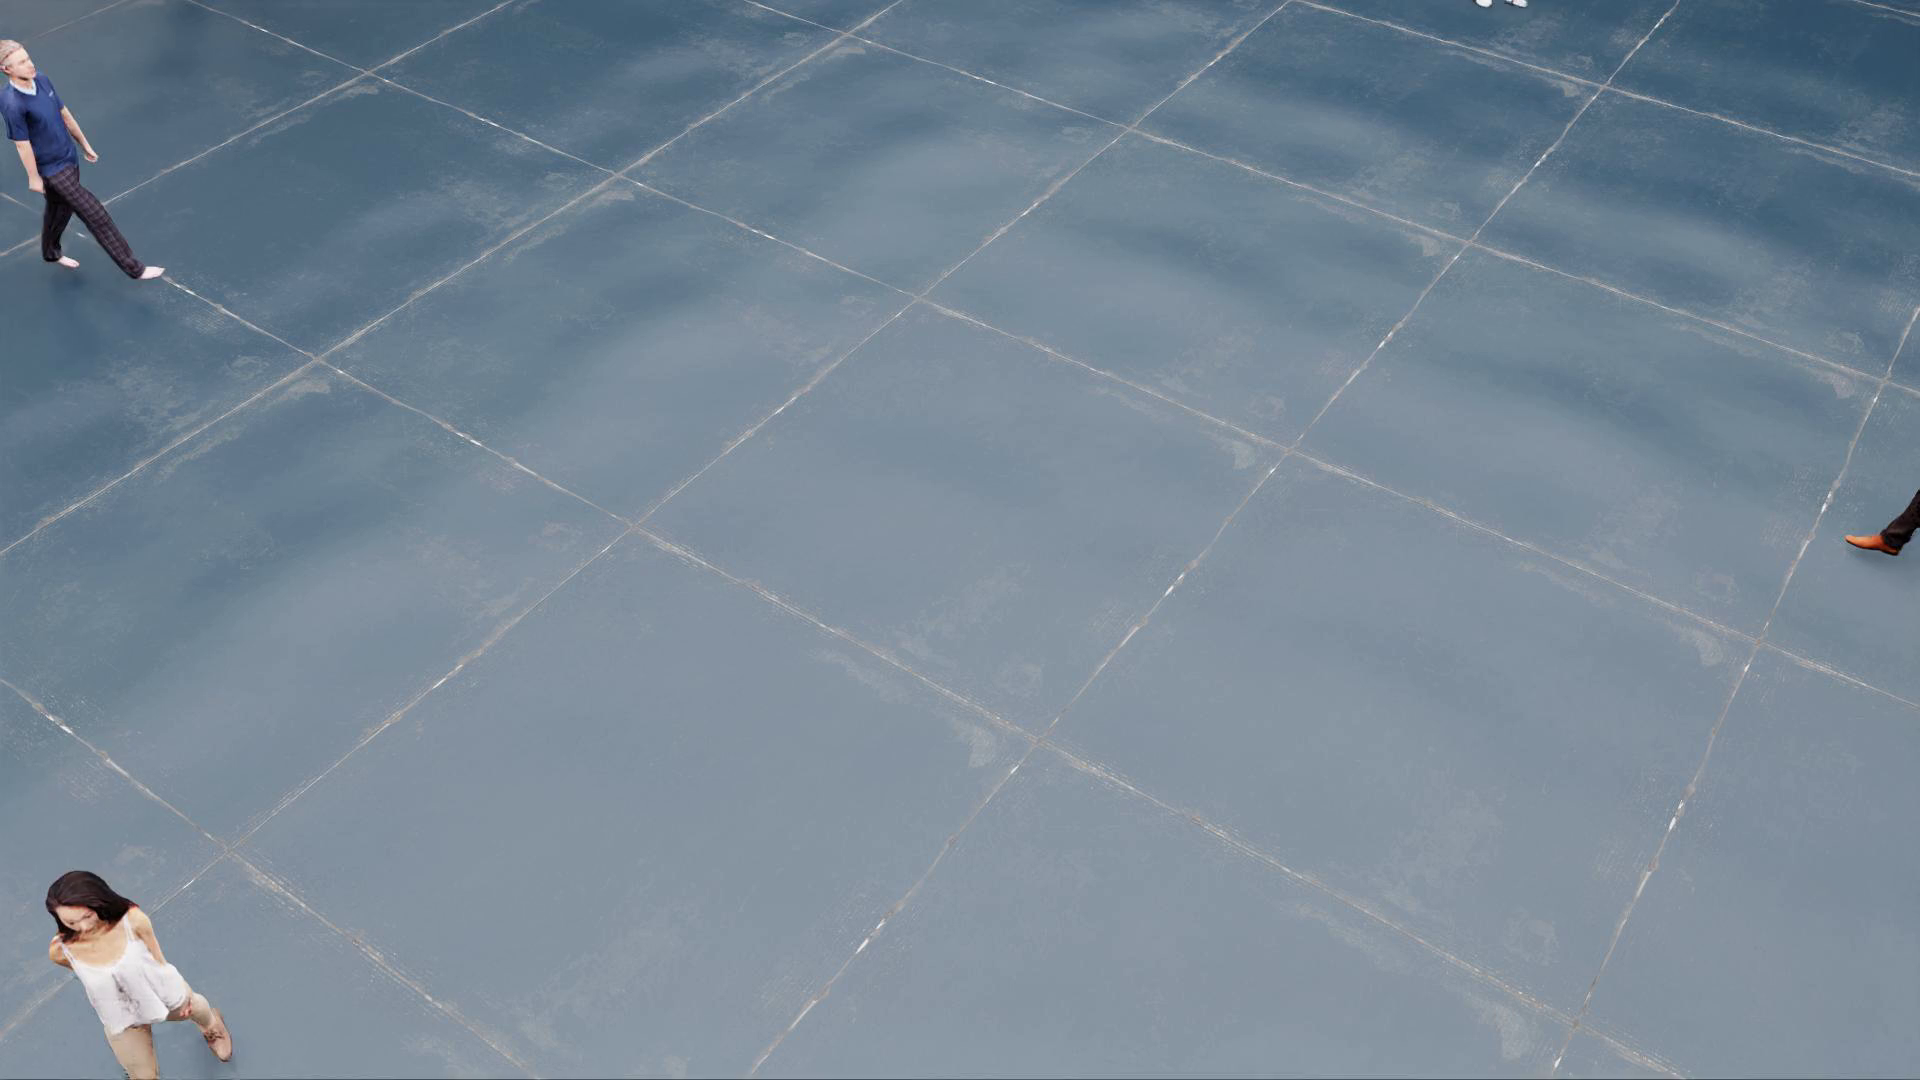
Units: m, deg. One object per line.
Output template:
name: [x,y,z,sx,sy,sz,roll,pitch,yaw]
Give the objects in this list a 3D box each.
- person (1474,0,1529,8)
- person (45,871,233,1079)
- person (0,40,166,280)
person: [4.904,-5.757,15.054,0.790,1.813,0.869,-31,51,-29]
person: [-3.350,2.005,6.868,0.884,1.641,1.090,29,50,27]
person: [-6.429,-2.622,11.694,1.297,1.817,1.076,4,43,4]
